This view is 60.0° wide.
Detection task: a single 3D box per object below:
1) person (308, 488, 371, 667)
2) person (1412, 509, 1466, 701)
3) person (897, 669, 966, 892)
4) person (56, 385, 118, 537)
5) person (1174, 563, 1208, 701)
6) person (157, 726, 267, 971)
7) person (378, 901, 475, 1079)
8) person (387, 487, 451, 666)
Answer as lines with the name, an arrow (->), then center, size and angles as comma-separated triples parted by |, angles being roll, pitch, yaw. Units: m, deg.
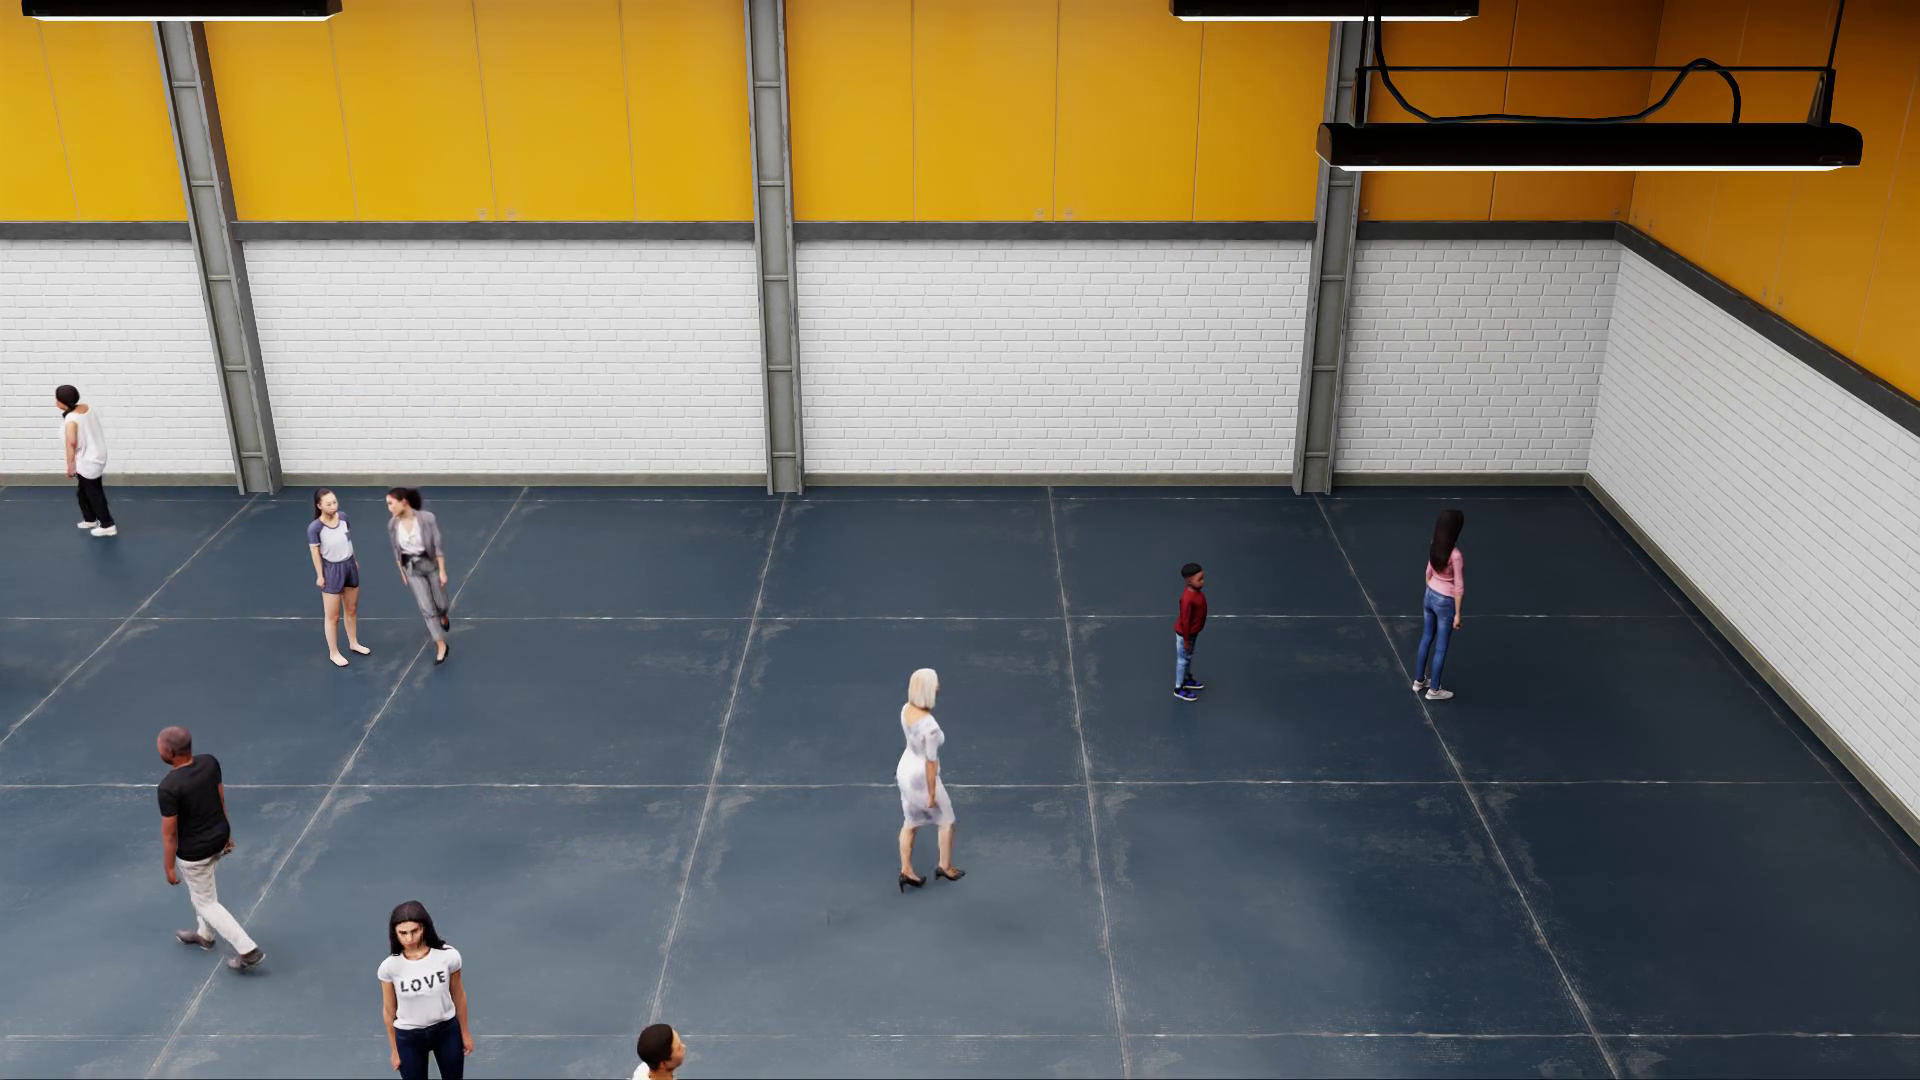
person -> -5.594, 0.308, 14.928 | 0.668, 1.649, 0.668 | 13, 27, 26
person -> 4.134, 0.531, 14.302 | 0.635, 1.742, 0.652 | -10, 26, -22
person -> -0.341, 1.709, 11.615 | 0.829, 1.736, 0.759 | -18, 29, -35
person -> -9.140, -0.834, 17.509 | 0.726, 1.676, 0.684 | -1, 24, -3
person -> 1.965, 0.765, 14.379 | 0.569, 1.253, 0.561 | 8, 25, 17
person -> -4.887, 2.029, 10.824 | 1.136, 1.783, 0.878 | 7, 24, 15
person -> -2.930, 2.754, 9.175 | 0.577, 1.775, 0.717 | -9, 25, -21
person -> -4.818, 0.298, 14.981 | 0.831, 1.625, 0.754 | -6, 24, -13
